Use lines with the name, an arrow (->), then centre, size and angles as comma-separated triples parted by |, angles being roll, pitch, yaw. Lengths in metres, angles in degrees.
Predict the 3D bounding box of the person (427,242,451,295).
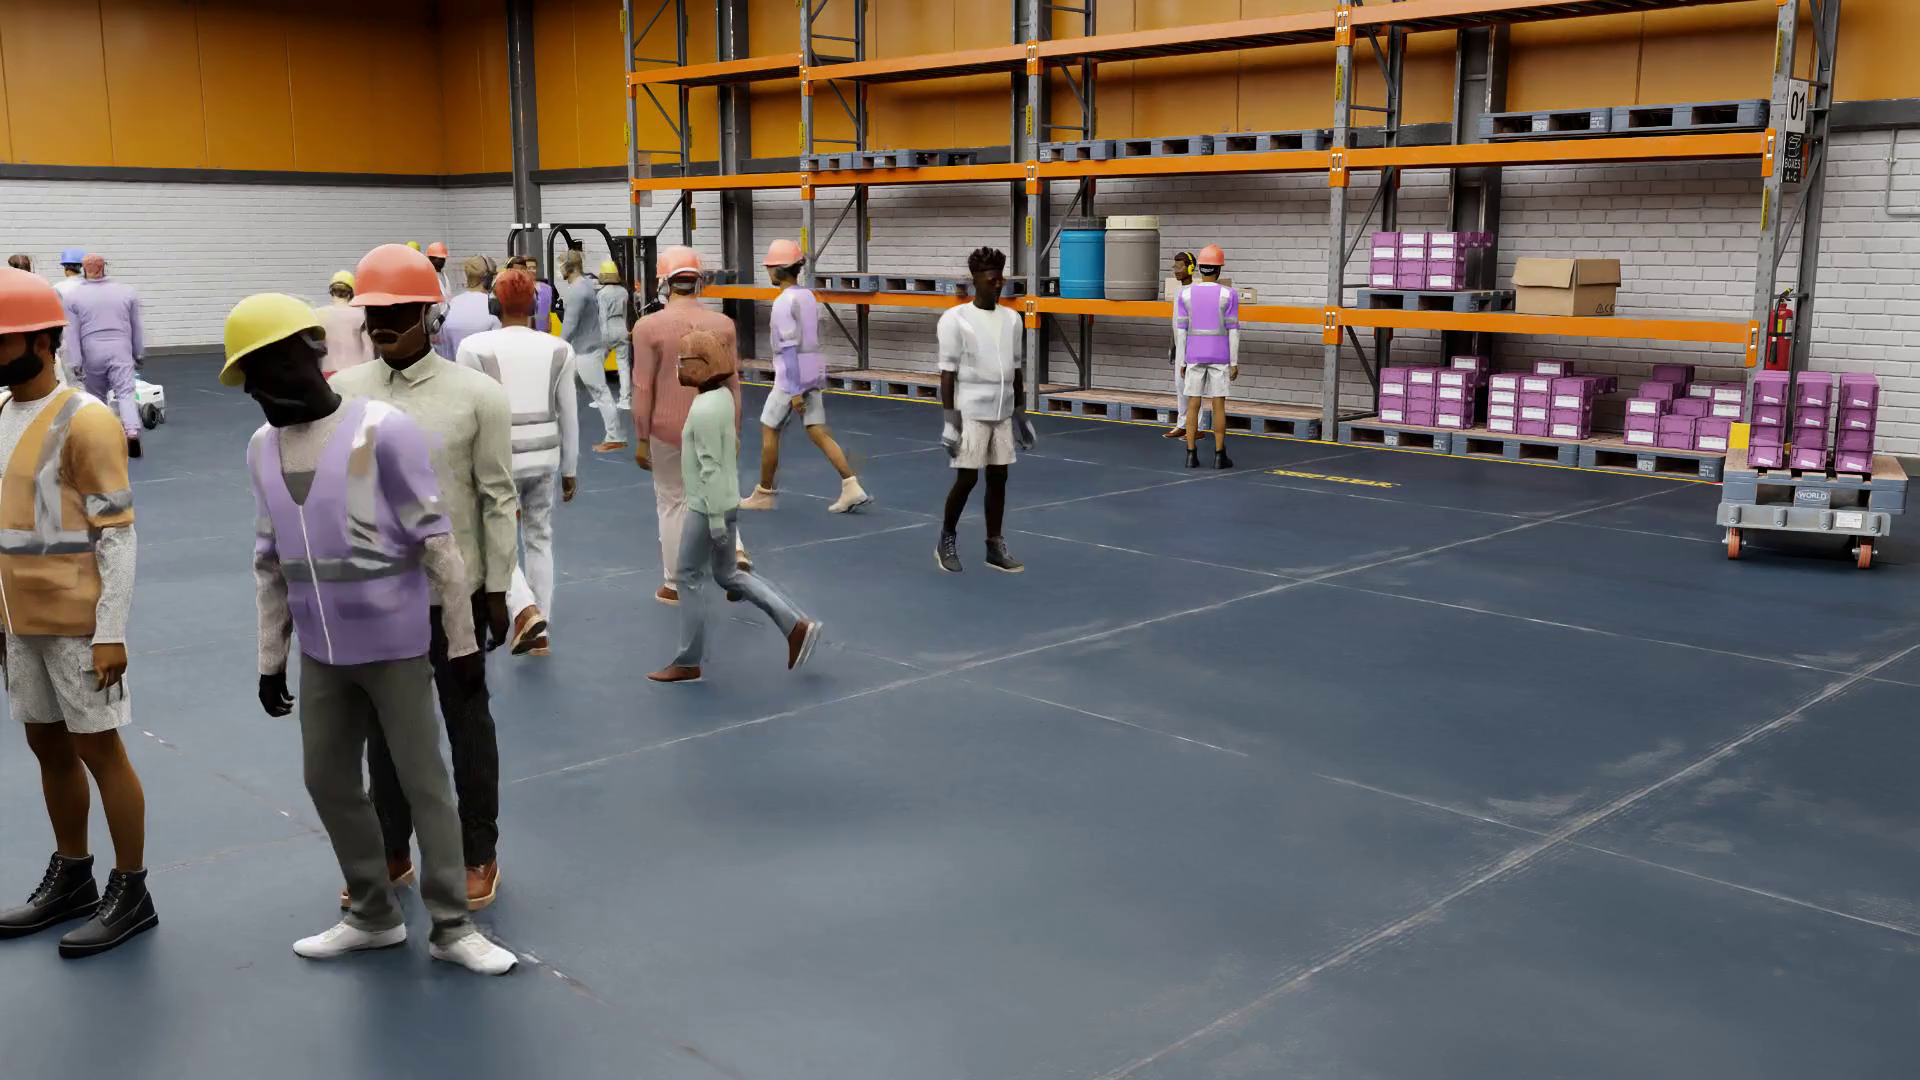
person -> -6.447, -2.711, 20.615 | 0.370, 1.932, 0.550 | 3, 11, 16

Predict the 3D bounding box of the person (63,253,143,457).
person -> -7.824, -1.693, 15.260 | 0.651, 1.873, 0.940 | -7, 13, -34

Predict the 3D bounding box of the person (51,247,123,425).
person -> -8.667, -1.926, 16.412 | 0.898, 1.916, 0.618 | 3, 11, 15

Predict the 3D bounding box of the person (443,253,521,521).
person -> -3.370, -1.023, 11.515 | 0.639, 1.907, 0.938 | 6, 12, 31

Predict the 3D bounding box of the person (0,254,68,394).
person -> -11.537, -2.611, 20.494 | 0.994, 1.778, 0.625 | -5, 11, -23

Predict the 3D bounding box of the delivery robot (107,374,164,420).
delivery robot -> -8.706, -1.509, 17.570 | 0.477, 0.478, 0.707 | -1, 10, -5

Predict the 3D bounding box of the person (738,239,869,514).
person -> -1.140, -1.169, 12.061 | 1.014, 2.004, 0.613 | 4, 11, 21

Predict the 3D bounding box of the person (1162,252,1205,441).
person -> 2.240, -1.913, 16.486 | 0.320, 1.860, 0.505 | -5, 11, -25

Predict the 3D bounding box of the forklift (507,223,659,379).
forklift -> -5.316, -3.263, 22.920 | 2.313, 2.155, 1.214 | -10, 14, -44

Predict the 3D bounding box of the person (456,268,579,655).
person -> -2.075, -0.344, 7.887 | 0.599, 1.868, 0.481 | -7, 13, -35

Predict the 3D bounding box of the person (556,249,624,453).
person -> -3.601, -1.724, 15.352 | 0.994, 1.881, 0.616 | -3, 11, -14

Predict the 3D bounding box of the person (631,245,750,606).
person -> -1.428, -0.587, 8.939 | 0.629, 1.977, 0.674 | -7, 13, -34

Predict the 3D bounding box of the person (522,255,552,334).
person -> -4.500, -2.073, 17.460 | 0.565, 1.808, 0.903 | -6, 12, -31

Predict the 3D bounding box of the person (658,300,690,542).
person -> -1.795, -0.786, 10.925 | 0.308, 1.641, 0.514 | 9, 14, 40

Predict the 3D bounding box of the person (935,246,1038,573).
person -> 0.157, -0.771, 9.997 | 0.648, 1.965, 0.426 | -8, 13, -38

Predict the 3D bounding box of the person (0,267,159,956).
person -> -2.568, 0.211, 4.681 | 0.553, 1.933, 0.367 | 6, 12, 28

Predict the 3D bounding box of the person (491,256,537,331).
person -> -4.463, -1.923, 16.655 | 0.518, 1.825, 0.962 | -7, 13, -34

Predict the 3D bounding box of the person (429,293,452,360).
person -> -5.769, -2.157, 18.183 | 0.533, 1.720, 0.906 | -6, 12, -30

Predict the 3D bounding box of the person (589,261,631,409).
person -> -4.103, -2.390, 19.452 | 0.671, 1.722, 0.492 | 9, 13, 39

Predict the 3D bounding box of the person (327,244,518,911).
person -> -1.627, 0.126, 4.981 | 0.608, 1.995, 0.377 | 1, 10, 5

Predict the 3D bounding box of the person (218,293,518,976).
person -> -1.575, 0.284, 4.470 | 0.749, 1.877, 0.384 | 4, 11, 20

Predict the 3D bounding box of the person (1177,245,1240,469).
person -> 2.156, -1.578, 14.432 | 0.544, 1.939, 0.353 | 4, 11, 20

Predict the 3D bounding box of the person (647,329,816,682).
person -> -1.049, -0.143, 7.484 | 0.701, 1.612, 0.495 | 1, 10, 5

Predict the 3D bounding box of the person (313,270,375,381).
person -> -5.186, -1.392, 13.966 | 0.540, 1.731, 0.740 | -3, 11, -14

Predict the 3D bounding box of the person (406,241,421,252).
person -> -8.676, -3.782, 26.476 | 0.595, 1.925, 0.375 | -1, 10, -6
